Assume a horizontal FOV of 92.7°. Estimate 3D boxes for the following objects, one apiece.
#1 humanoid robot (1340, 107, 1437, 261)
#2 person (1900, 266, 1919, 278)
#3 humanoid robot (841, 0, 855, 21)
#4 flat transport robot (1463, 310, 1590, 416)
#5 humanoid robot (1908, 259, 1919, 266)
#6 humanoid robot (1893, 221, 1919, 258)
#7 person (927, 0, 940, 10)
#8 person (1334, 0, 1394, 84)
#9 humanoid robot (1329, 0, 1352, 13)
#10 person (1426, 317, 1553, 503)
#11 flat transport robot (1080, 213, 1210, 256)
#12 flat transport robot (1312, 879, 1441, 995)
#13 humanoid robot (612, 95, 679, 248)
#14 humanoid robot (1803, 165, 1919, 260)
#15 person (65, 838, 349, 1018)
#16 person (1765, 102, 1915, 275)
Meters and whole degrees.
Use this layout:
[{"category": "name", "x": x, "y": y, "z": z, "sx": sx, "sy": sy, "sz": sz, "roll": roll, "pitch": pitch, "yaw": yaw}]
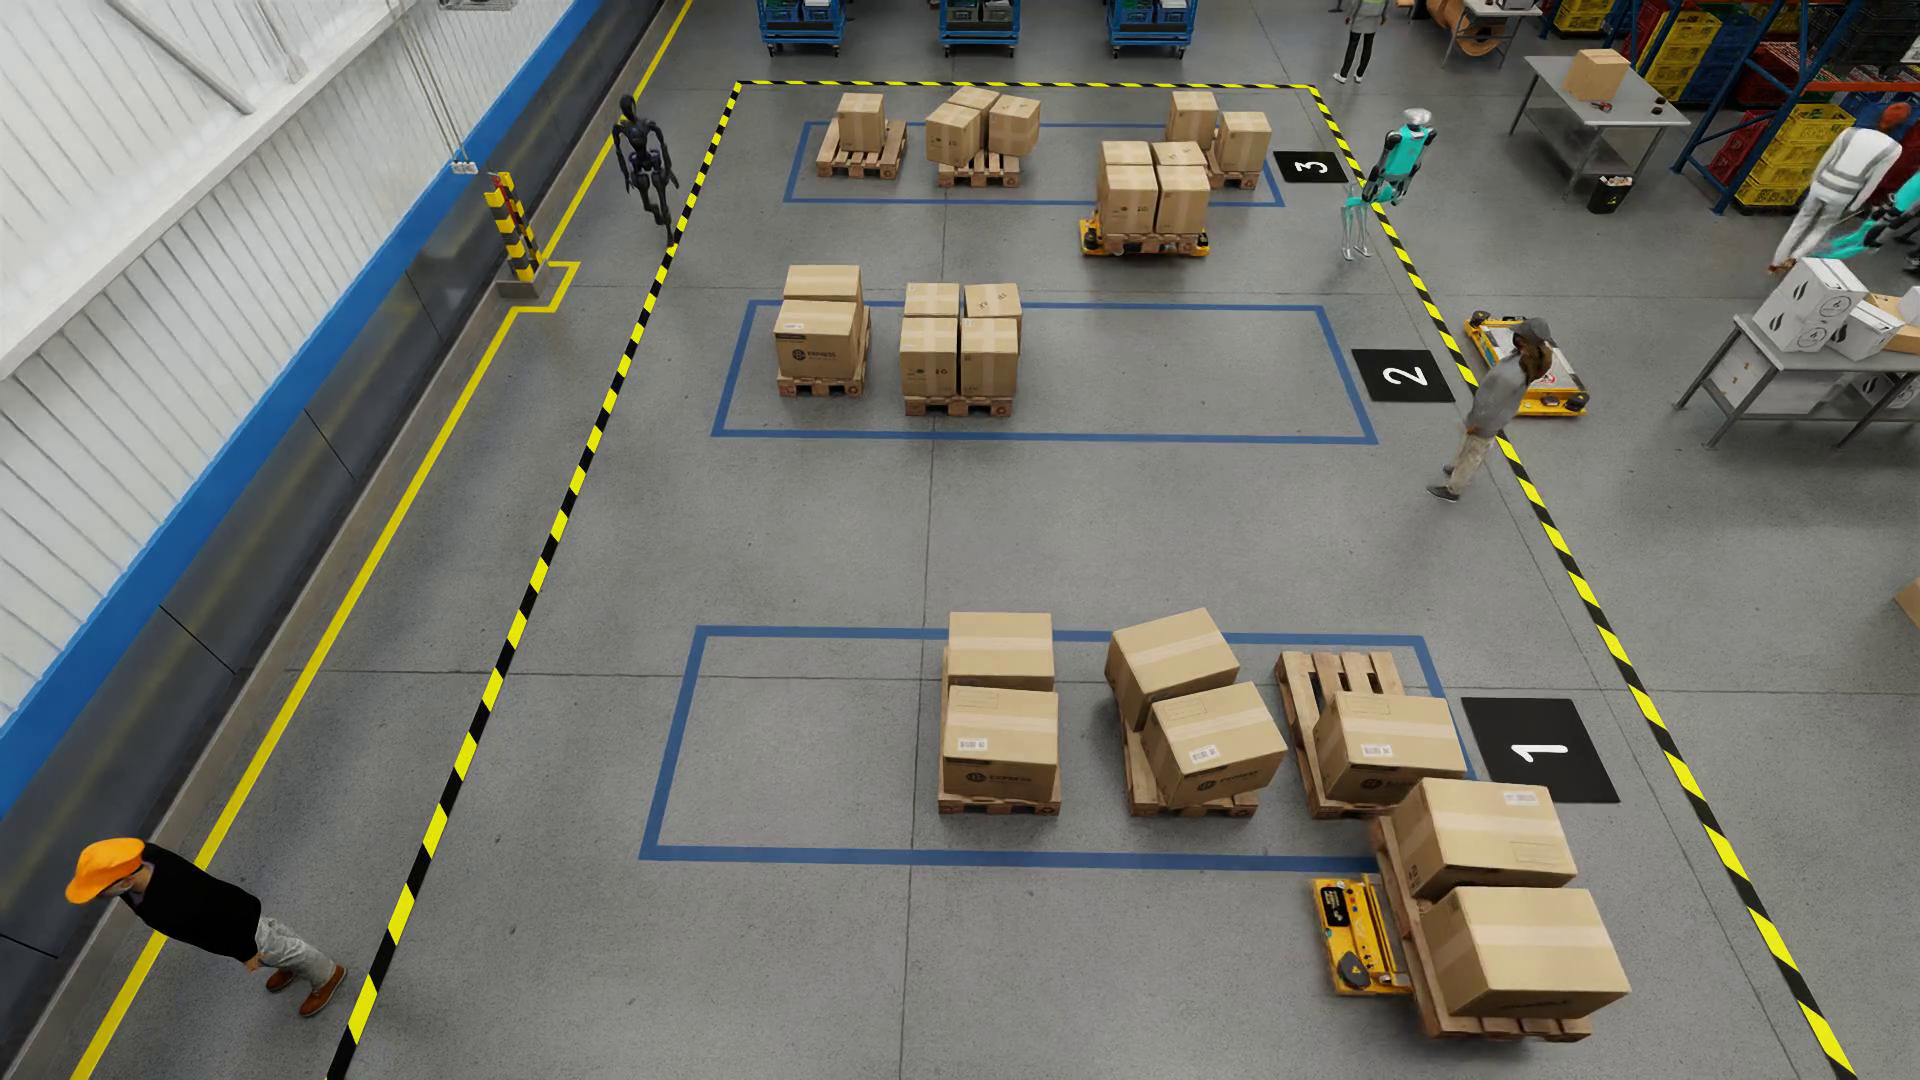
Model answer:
[{"category": "humanoid robot", "x": 4.466, "y": -3.854, "z": 9.810, "sx": 0.533, "sy": 1.675, "sz": 0.735, "roll": -11, "pitch": 50, "yaw": -9}, {"category": "person", "x": 10.623, "y": -3.381, "z": 9.446, "sx": 0.649, "sy": 1.798, "sz": 0.605, "roll": 30, "pitch": 55, "yaw": 23}, {"category": "humanoid robot", "x": -2.014, "y": -9.054, "z": 14.448, "sx": 0.551, "sy": 1.645, "sz": 0.593, "roll": -8, "pitch": 50, "yaw": -7}, {"category": "flat transport robot", "x": 5.573, "y": -1.757, "z": 9.054, "sx": 0.659, "sy": 0.231, "sz": 1.431, "roll": 1, "pitch": 49, "yaw": 1}, {"category": "humanoid robot", "x": 11.220, "y": -3.713, "z": 9.798, "sx": 0.980, "sy": 1.752, "sz": 0.569, "roll": 10, "pitch": 50, "yaw": 8}, {"category": "humanoid robot", "x": 10.980, "y": -3.862, "z": 9.947, "sx": 0.324, "sy": 1.640, "sz": 0.585, "roll": 1, "pitch": 49, "yaw": 1}, {"category": "person", "x": -0.409, "y": -9.692, "z": 14.819, "sx": 0.373, "sy": 1.940, "sz": 0.627, "roll": -7, "pitch": 49, "yaw": -6}, {"category": "person", "x": 5.756, "y": -7.443, "z": 12.928, "sx": 0.599, "sy": 1.850, "sz": 0.387, "roll": -2, "pitch": 49, "yaw": -1}, {"category": "humanoid robot", "x": 6.433, "y": -9.432, "z": 14.775, "sx": 0.527, "sy": 1.643, "sz": 0.610, "roll": -6, "pitch": 49, "yaw": -5}, {"category": "person", "x": 4.317, "y": -1.035, "z": 7.435, "sx": 0.399, "sy": 1.769, "sz": 0.572, "roll": 36, "pitch": 58, "yaw": 27}, {"category": "flat transport robot", "x": 2.128, "y": -3.555, "z": 10.592, "sx": 1.431, "sy": 0.197, "sz": 0.652, "roll": 1, "pitch": 49, "yaw": 1}, {"category": "flat transport robot", "x": 2.919, "y": 2.354, "z": 5.477, "sx": 1.431, "sy": 0.197, "sz": 0.652, "roll": 1, "pitch": 49, "yaw": 1}, {"category": "humanoid robot", "x": -3.458, "y": -4.145, "z": 10.203, "sx": 0.589, "sy": 1.640, "sz": 0.623, "roll": -8, "pitch": 50, "yaw": -7}, {"category": "humanoid robot", "x": 9.110, "y": -3.148, "z": 9.332, "sx": 0.676, "sy": 1.861, "sz": 0.562, "roll": 21, "pitch": 52, "yaw": 17}, {"category": "person", "x": -3.824, "y": 1.996, "z": 4.738, "sx": 0.585, "sy": 1.884, "sz": 0.362, "roll": 24, "pitch": 53, "yaw": 19}, {"category": "person", "x": 9.190, "y": -3.651, "z": 9.640, "sx": 0.434, "sy": 1.864, "sz": 0.567, "roll": -31, "pitch": 56, "yaw": -24}]
